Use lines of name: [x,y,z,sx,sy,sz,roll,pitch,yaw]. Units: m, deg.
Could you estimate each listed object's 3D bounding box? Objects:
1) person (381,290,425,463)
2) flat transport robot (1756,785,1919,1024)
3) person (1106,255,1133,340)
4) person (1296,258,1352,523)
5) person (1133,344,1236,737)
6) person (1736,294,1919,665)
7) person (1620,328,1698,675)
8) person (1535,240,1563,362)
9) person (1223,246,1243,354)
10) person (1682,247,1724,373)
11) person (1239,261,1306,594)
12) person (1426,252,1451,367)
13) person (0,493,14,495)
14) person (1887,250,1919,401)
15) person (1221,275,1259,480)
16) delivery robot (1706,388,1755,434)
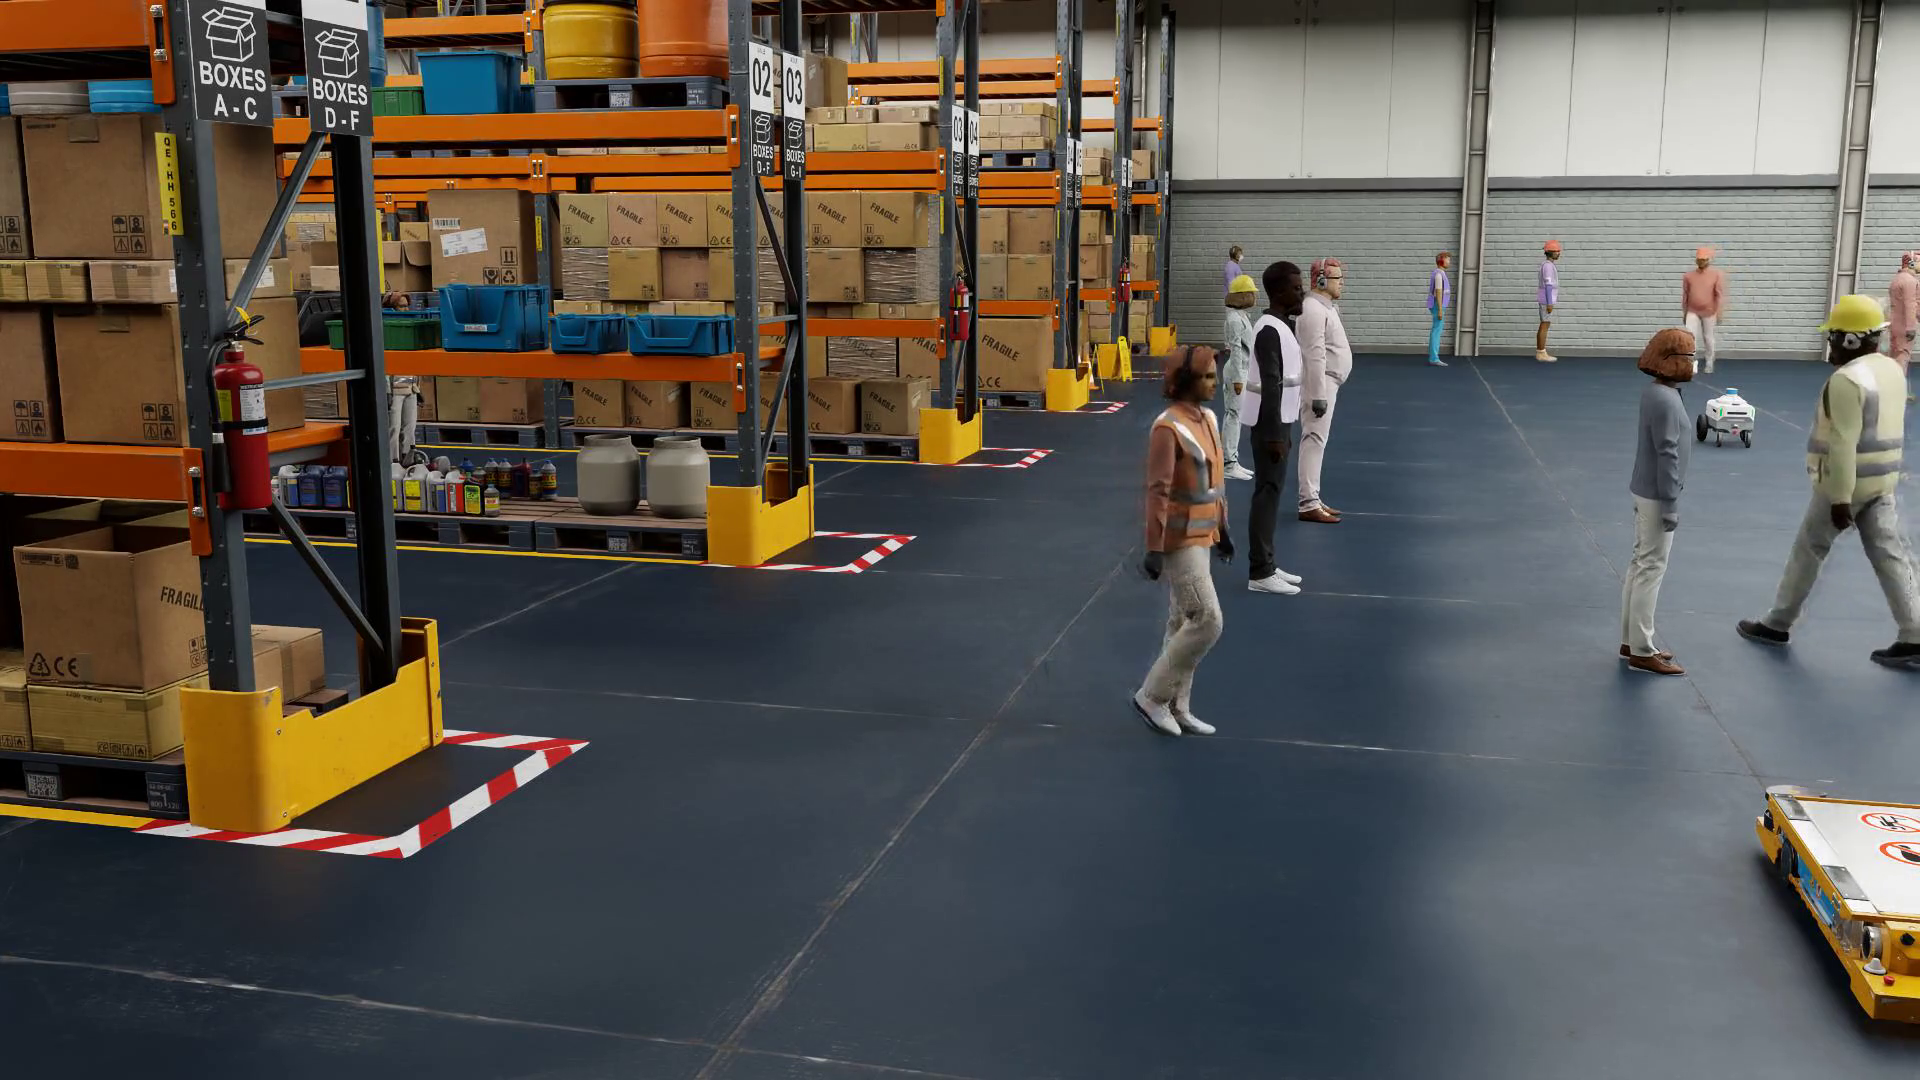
person: [-4.508,-1.181,13.391,0.308,1.641,0.514,2,11,14]
flat transport robot: [2.841,1.041,4.873,0.652,0.197,1.431,3,11,14]
person: [2.629,-3.817,27.433,0.429,1.846,0.626,2,11,14]
person: [2.642,-1.086,12.127,0.409,1.909,0.642,2,11,14]
person: [0.951,0.017,6.794,0.369,1.625,0.518,4,11,23]
person: [4.343,-0.291,8.075,0.602,1.785,0.949,-7,12,-33]
person: [3.333,-0.188,7.908,0.282,1.633,0.500,2,11,14]
person: [9.928,-4.025,28.034,0.375,2.044,0.607,2,11,14]
person: [4.913,-4.302,29.859,0.372,1.940,0.631,2,11,14]
person: [11.350,-3.495,25.390,0.627,1.951,1.028,8,13,38]
person: [1.830,-0.655,9.708,0.392,1.920,0.592,2,11,14]
person: [7.772,-3.745,27.016,0.389,1.850,0.566,2,11,14]
person: [-5.266,-0.552,8.921,0.379,1.995,0.612,2,11,14]
person: [12.065,-2.725,21.207,0.409,1.909,0.642,2,11,14]
person: [2.408,-1.398,14.305,0.287,1.746,0.487,2,11,14]
delivery robot: [7.713,-1.275,16.657,0.477,0.478,0.707,2,11,14]
